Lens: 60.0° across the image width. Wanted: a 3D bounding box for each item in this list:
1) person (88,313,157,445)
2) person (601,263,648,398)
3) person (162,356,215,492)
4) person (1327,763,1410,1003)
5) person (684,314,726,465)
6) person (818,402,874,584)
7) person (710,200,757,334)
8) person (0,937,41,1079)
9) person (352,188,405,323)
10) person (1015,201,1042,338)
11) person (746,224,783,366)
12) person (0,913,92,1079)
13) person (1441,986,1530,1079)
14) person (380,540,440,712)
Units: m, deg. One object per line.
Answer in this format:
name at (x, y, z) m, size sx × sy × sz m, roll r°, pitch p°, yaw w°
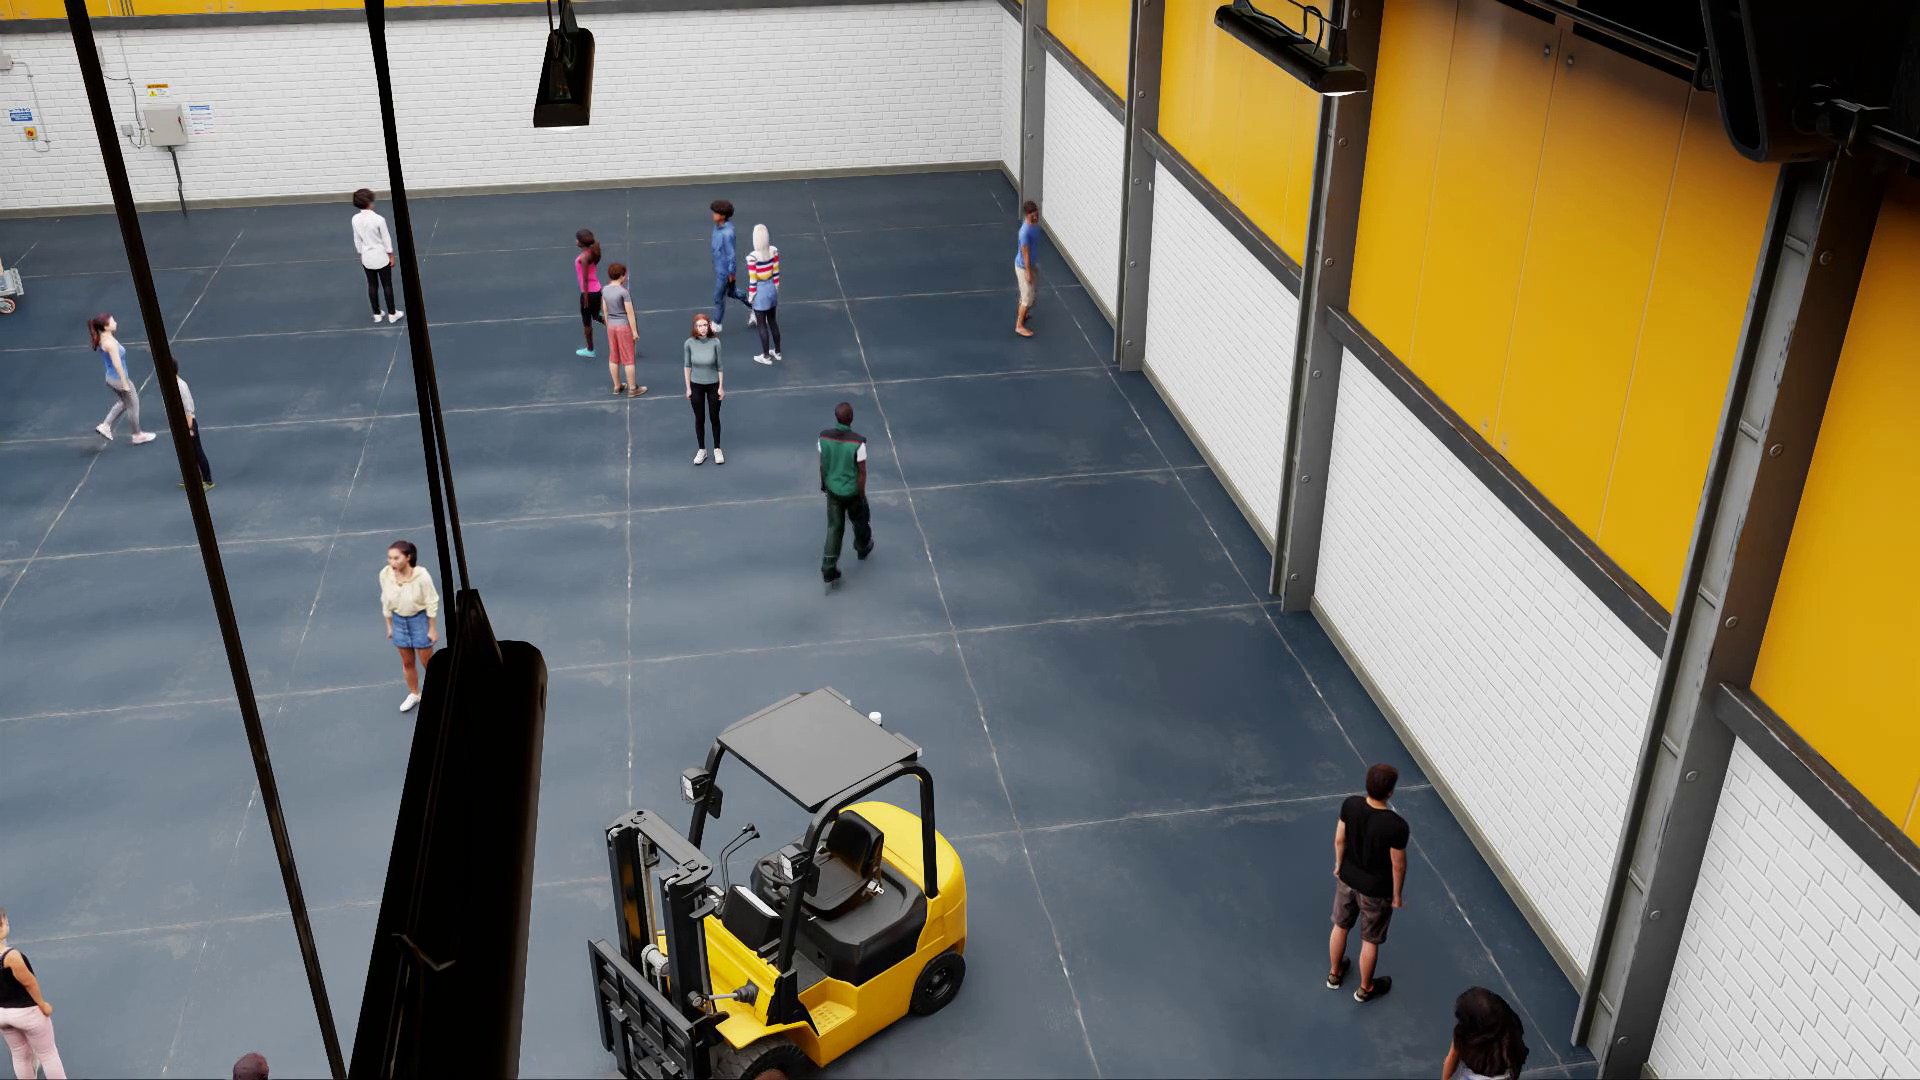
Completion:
person at (-9.575, -1.793, 18.796) m, size 0.870 × 1.595 × 0.865 m, roll -23°, pitch 36°, yaw -36°
person at (-4.113, -2.541, 20.111) m, size 0.676 × 1.650 × 0.700 m, roll 12°, pitch 31°, yaw 21°
person at (-8.342, -1.271, 17.887) m, size 0.604 × 1.550 × 0.676 m, roll 21°, pitch 35°, yaw 33°
person at (2.694, 2.268, 11.075) m, size 0.737 × 1.861 × 0.828 m, roll 24°, pitch 37°, yaw 37°
person at (-2.820, -1.676, 18.434) m, size 0.607 × 1.738 × 0.582 m, roll -1°, pitch 29°, yaw -1°
person at (-1.158, -0.429, 16.087) m, size 1.093 × 1.797 × 1.294 m, roll 11°, pitch 30°, yaw 19°
person at (-3.012, -3.602, 21.921) m, size 0.882 × 1.779 × 1.114 m, roll -10°, pitch 30°, yaw -18°
person at (-6.181, 2.685, 10.323) m, size 0.743 × 1.848 × 0.708 m, roll -16°, pitch 33°, yaw -27°
person at (-7.833, -3.811, 22.277) m, size 0.684 × 1.807 × 0.633 m, roll 2°, pitch 29°, yaw 4°
person at (0.863, -3.591, 21.855) m, size 1.043 × 1.823 × 0.691 m, roll -1°, pitch 29°, yaw -1°
person at (-2.466, -3.109, 20.988) m, size 0.733 × 1.808 × 0.710 m, roll 23°, pitch 36°, yaw 36°
person at (-5.785, 2.897, 10.230) m, size 0.597 × 1.565 × 0.601 m, roll 4°, pitch 29°, yaw 7°
person at (3.033, 3.211, 9.624) m, size 0.678 × 1.594 × 0.636 m, roll 10°, pitch 30°, yaw 17°
person at (-4.654, 0.724, 14.144) m, size 0.707 × 1.631 × 0.670 m, roll 4°, pitch 29°, yaw 8°
